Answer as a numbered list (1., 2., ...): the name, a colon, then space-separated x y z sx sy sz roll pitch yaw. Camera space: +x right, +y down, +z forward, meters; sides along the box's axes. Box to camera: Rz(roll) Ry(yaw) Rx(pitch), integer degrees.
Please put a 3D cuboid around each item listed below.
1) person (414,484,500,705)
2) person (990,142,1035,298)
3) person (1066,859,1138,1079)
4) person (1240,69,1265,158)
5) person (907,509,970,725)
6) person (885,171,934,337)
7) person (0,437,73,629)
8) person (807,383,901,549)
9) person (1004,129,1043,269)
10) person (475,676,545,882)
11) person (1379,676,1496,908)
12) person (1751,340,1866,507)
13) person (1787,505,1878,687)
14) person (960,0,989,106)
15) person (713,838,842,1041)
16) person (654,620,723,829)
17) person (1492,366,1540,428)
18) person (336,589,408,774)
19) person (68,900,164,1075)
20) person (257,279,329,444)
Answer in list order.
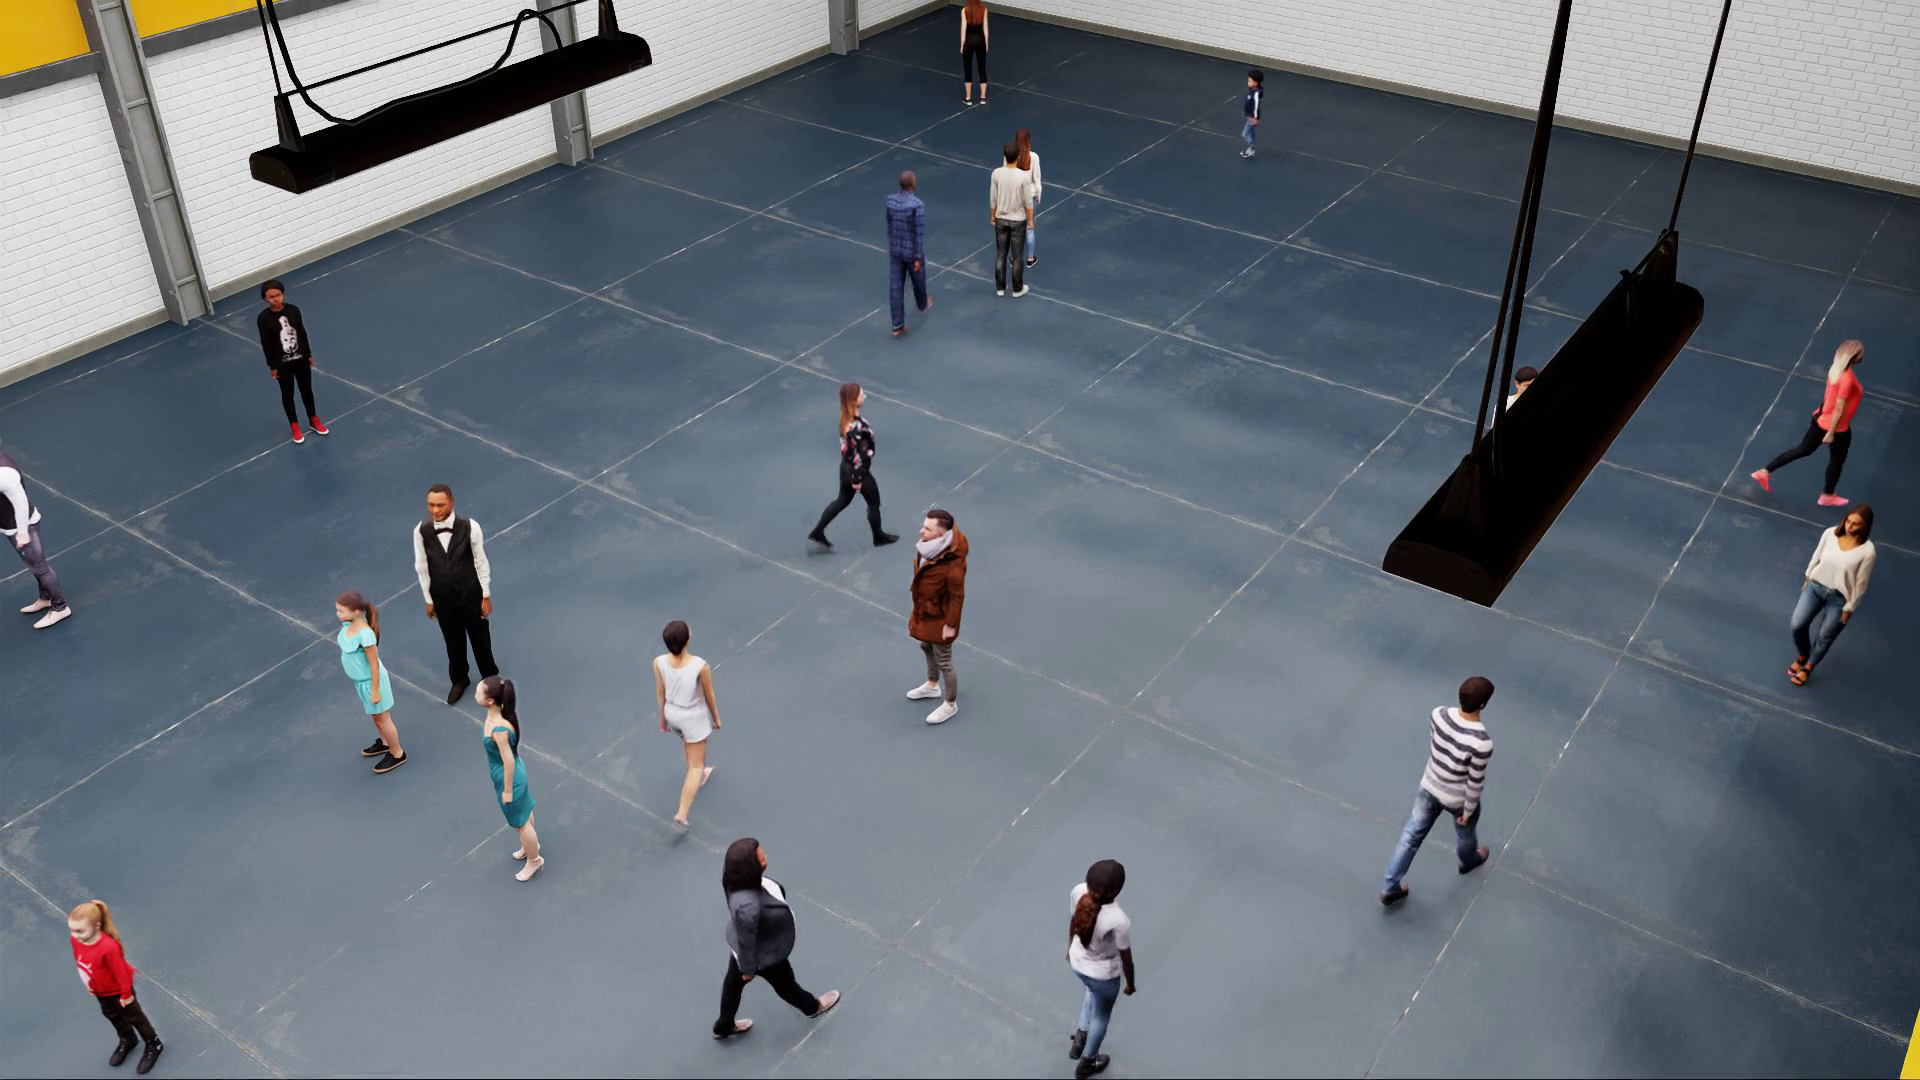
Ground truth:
1. person: -3.858 0.396 12.784 0.773 1.919 0.815 -3 34 -5
2. person: 0.577 -3.652 18.971 0.715 1.811 0.630 11 35 16
3. person: 0.745 2.548 9.736 0.694 1.709 0.668 -26 41 -33
4. person: 4.066 -5.858 22.828 0.654 1.216 0.558 1 34 2
5. person: -0.168 0.546 12.630 0.867 1.839 0.836 -16 37 -22
6. person: -0.635 -3.085 18.149 0.804 1.776 1.157 16 37 22
7. person: -7.726 -0.121 13.649 0.682 1.823 0.745 -25 41 -33
8. person: -0.993 -0.604 14.527 1.120 1.654 0.990 -10 35 -15
9. person: 0.736 -4.043 19.667 0.696 1.692 0.690 5 34 8
10. person: -3.032 1.596 11.188 0.659 1.686 0.625 -9 35 -14
11. person: 3.140 1.689 10.944 1.261 1.801 0.852 -25 41 -32
12. person: 7.841 -1.055 15.198 0.993 1.663 1.133 5 34 7
13. person: 6.850 0.407 12.990 0.715 1.673 0.719 -22 39 -29
14. person: 0.210 -7.298 24.535 0.648 1.723 0.707 -5 34 -8
15. person: -1.307 2.451 10.016 1.164 1.561 0.995 -14 36 -21
16. person: -1.955 1.303 11.719 0.815 1.587 1.087 9 35 14
17. person: 4.882 -0.771 14.718 0.690 1.722 0.760 -7 34 -10
18. person: -4.330 1.009 12.187 0.636 1.559 0.620 -21 39 -28
19. person: -5.087 2.656 9.959 0.532 1.282 0.552 11 35 16
20. person: -6.557 -1.770 16.263 0.555 1.675 0.710 -26 41 -33
